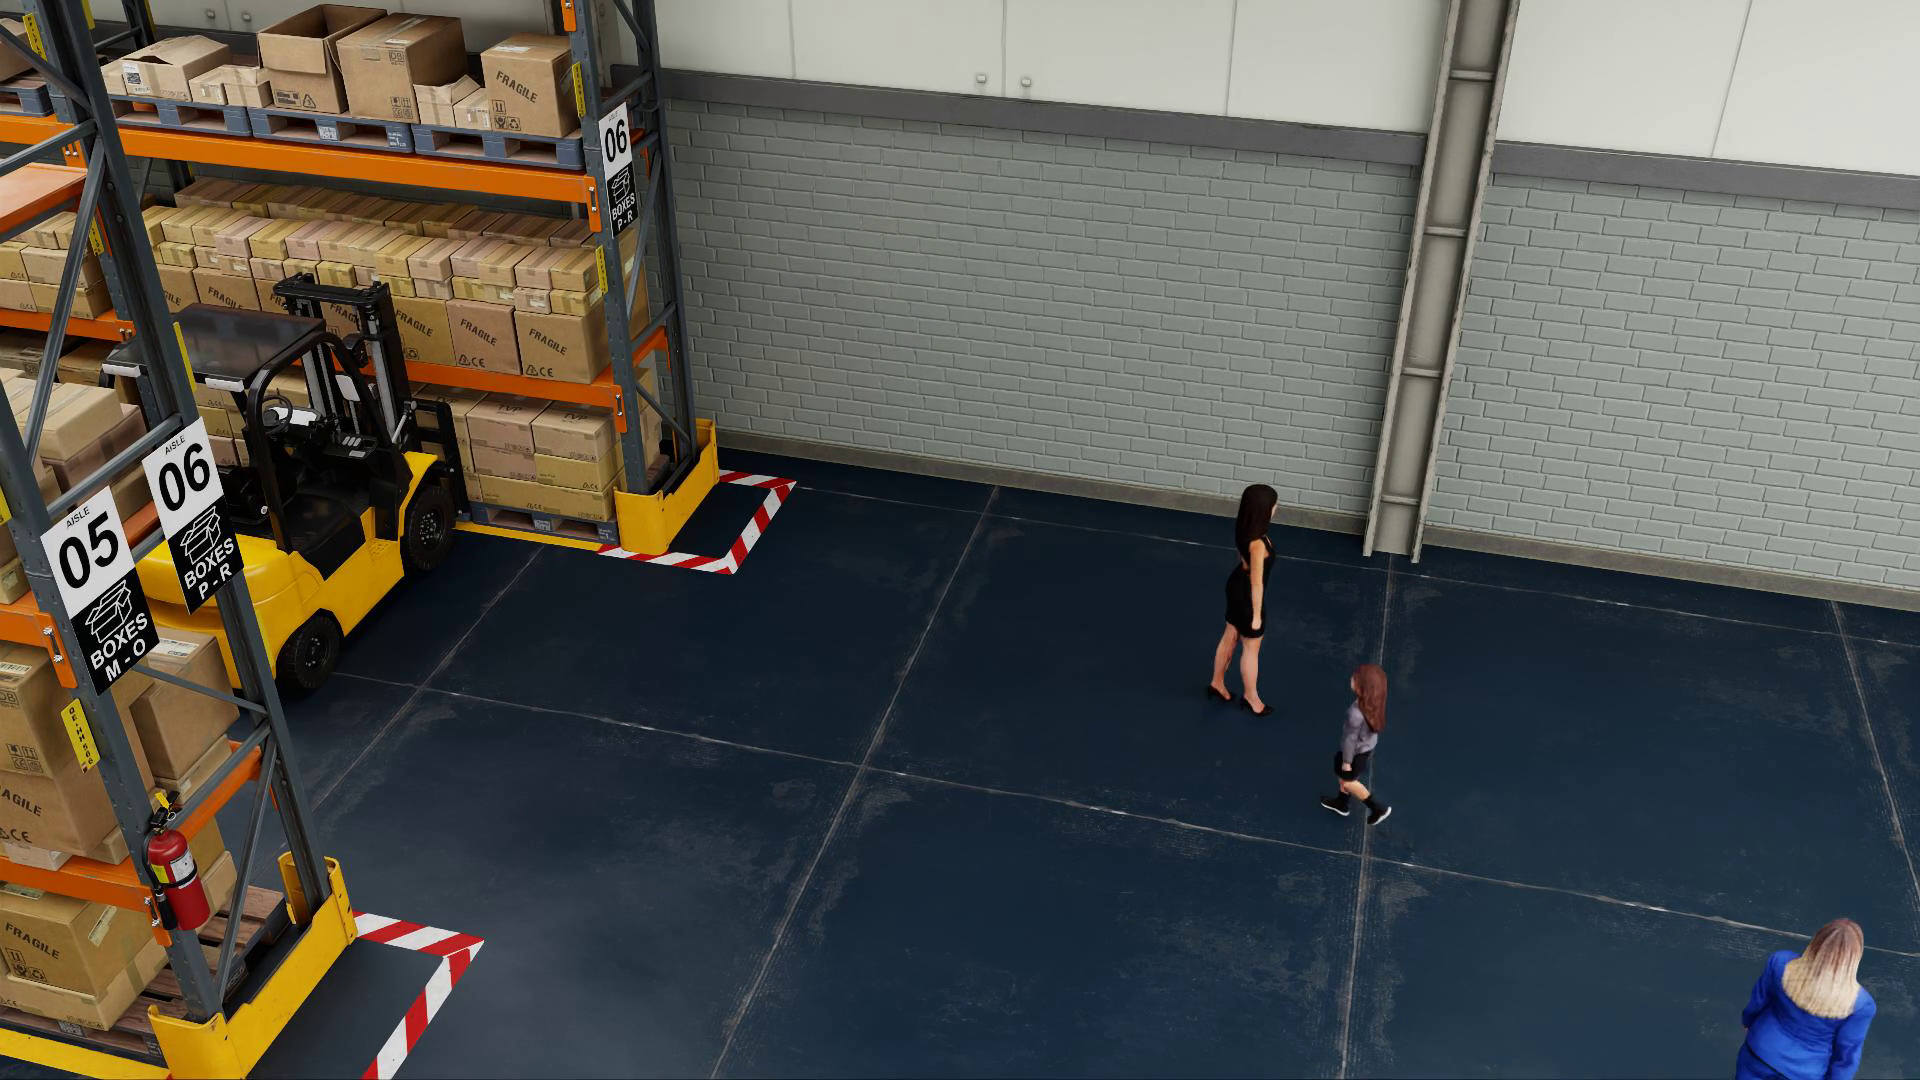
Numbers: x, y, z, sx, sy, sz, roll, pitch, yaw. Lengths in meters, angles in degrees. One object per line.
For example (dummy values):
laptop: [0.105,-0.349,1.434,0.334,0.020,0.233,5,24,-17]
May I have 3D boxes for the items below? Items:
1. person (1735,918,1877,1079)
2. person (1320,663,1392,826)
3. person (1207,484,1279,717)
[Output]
person: [3.509,2.325,7.146,1.154,1.654,1.052,27,42,35]
person: [2.300,1.171,9.431,0.720,1.097,0.590,21,38,28]
person: [1.716,0.367,10.163,0.732,1.646,0.675,-5,33,-8]
